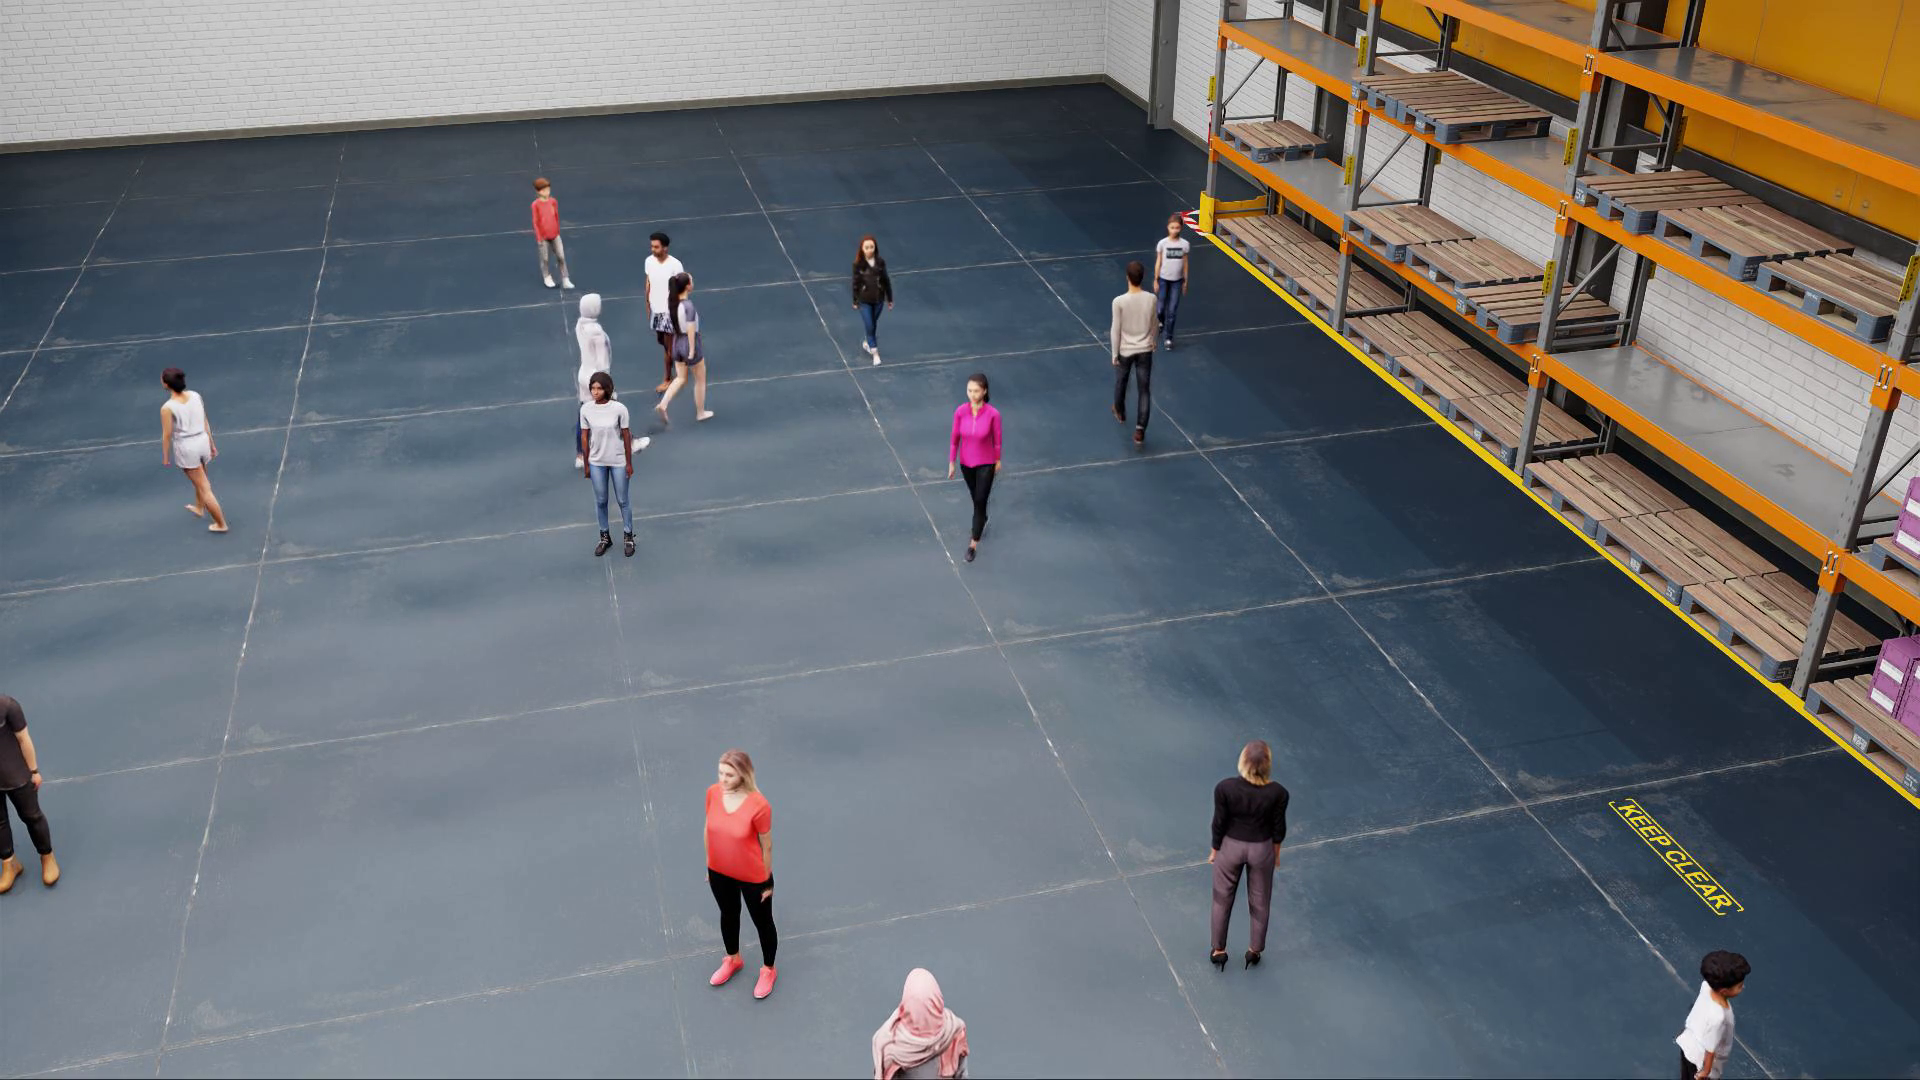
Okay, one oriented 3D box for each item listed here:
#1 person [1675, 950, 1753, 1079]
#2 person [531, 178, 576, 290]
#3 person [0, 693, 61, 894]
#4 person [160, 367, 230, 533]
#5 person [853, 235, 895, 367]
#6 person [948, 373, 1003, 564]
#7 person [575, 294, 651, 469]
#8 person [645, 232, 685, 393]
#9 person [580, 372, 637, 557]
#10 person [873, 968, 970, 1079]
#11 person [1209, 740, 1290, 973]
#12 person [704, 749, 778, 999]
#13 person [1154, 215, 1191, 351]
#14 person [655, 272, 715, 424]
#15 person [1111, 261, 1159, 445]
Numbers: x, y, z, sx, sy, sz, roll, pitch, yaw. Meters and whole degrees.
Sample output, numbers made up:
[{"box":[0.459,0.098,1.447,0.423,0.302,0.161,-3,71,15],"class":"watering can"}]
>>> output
[{"box":[3.932,2.708,8.913,0.652,1.250,0.622,3,29,5],"class":"person"},{"box":[-5.175,-3.820,20.729,0.694,1.396,0.885,-18,33,-29],"class":"person"},{"box":[-6.178,1.474,10.687,0.610,1.717,0.539,-7,29,-12],"class":"person"},{"box":[-6.850,-0.788,14.968,0.951,1.590,0.902,14,31,23],"class":"person"},{"box":[-1.015,-2.719,18.663,0.645,1.441,0.974,-11,30,-19],"class":"person"},{"box":[0.172,-0.706,14.754,0.988,1.650,1.207,8,30,15],"class":"person"},{"box":[-3.616,-1.506,16.122,1.001,1.744,1.075,-25,37,-38],"class":"person"},{"box":[-3.128,-2.511,18.003,1.033,1.709,1.098,15,32,25],"class":"person"},{"box":[-3.085,-0.669,14.614,0.643,1.719,0.613,1,29,2],"class":"person"},{"box":[-0.170,2.810,8.149,0.616,1.803,0.569,-7,29,-12],"class":"person"},{"box":[1.707,1.901,9.951,0.658,1.672,0.633,2,29,4],"class":"person"},{"box":[-1.289,1.951,9.837,0.675,1.694,0.711,11,31,20],"class":"person"},{"box":[2.404,-2.989,19.039,0.666,1.554,0.846,1,29,1],"class":"person"},{"box":[-2.868,-1.931,17.022,0.918,1.629,0.911,25,37,38],"class":"person"},{"box":[1.777,-1.839,16.646,0.821,1.827,1.232,-3,29,-5],"class":"person"}]
